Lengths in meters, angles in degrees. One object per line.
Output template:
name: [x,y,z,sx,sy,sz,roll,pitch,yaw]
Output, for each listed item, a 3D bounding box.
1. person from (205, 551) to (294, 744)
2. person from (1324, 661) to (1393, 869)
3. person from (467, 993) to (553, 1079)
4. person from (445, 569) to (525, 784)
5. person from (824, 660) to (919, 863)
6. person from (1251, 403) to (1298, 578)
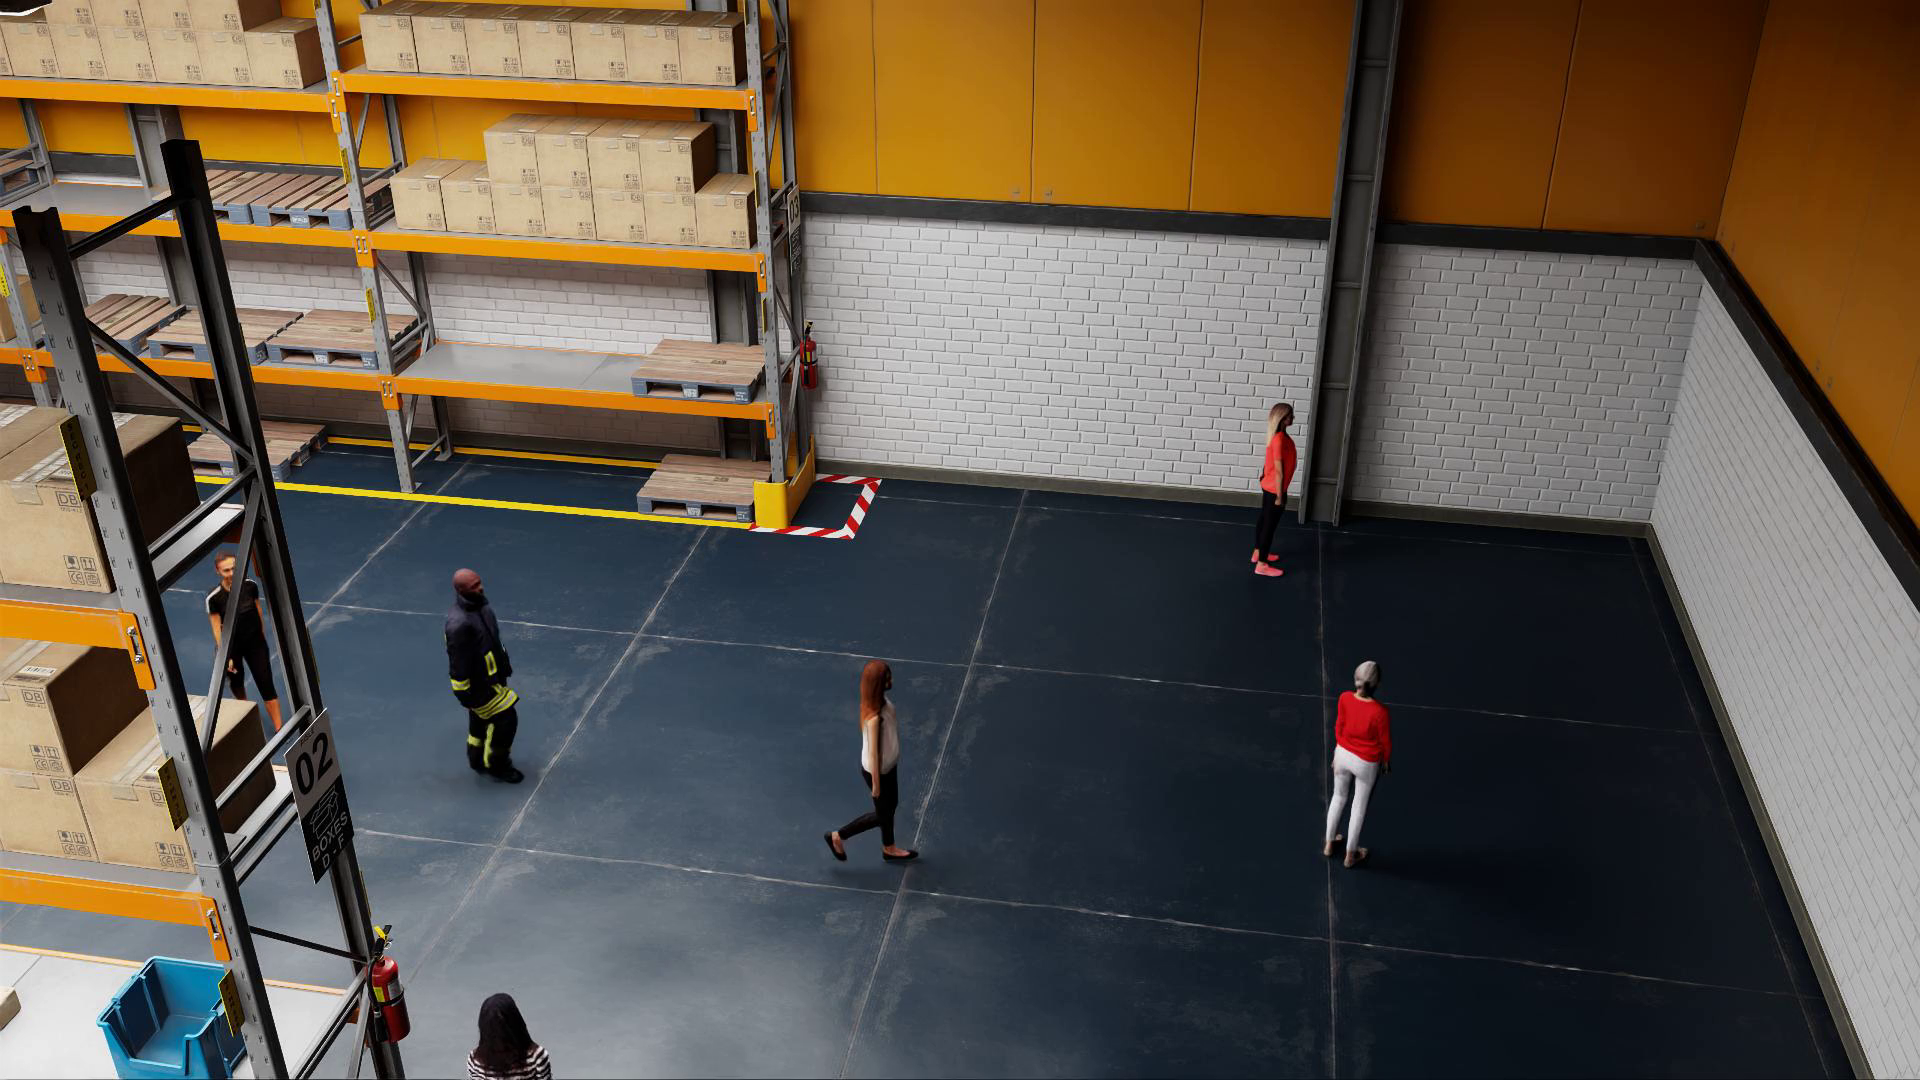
person: [-5.718,0.817,13.144,1.035,1.621,1.143,-22,35,-34]
person: [2.789,1.582,11.664,0.638,1.696,0.722,22,35,34]
person: [-2.300,3.176,8.657,0.680,1.777,0.751,-5,29,-9]
person: [-3.722,1.007,12.599,0.800,1.808,0.797,0,29,0]
person: [-0.642,1.588,11.639,0.931,1.709,0.676,-1,29,-1]
person: [2.916,-0.494,15.471,0.551,1.694,0.611,2,29,4]
